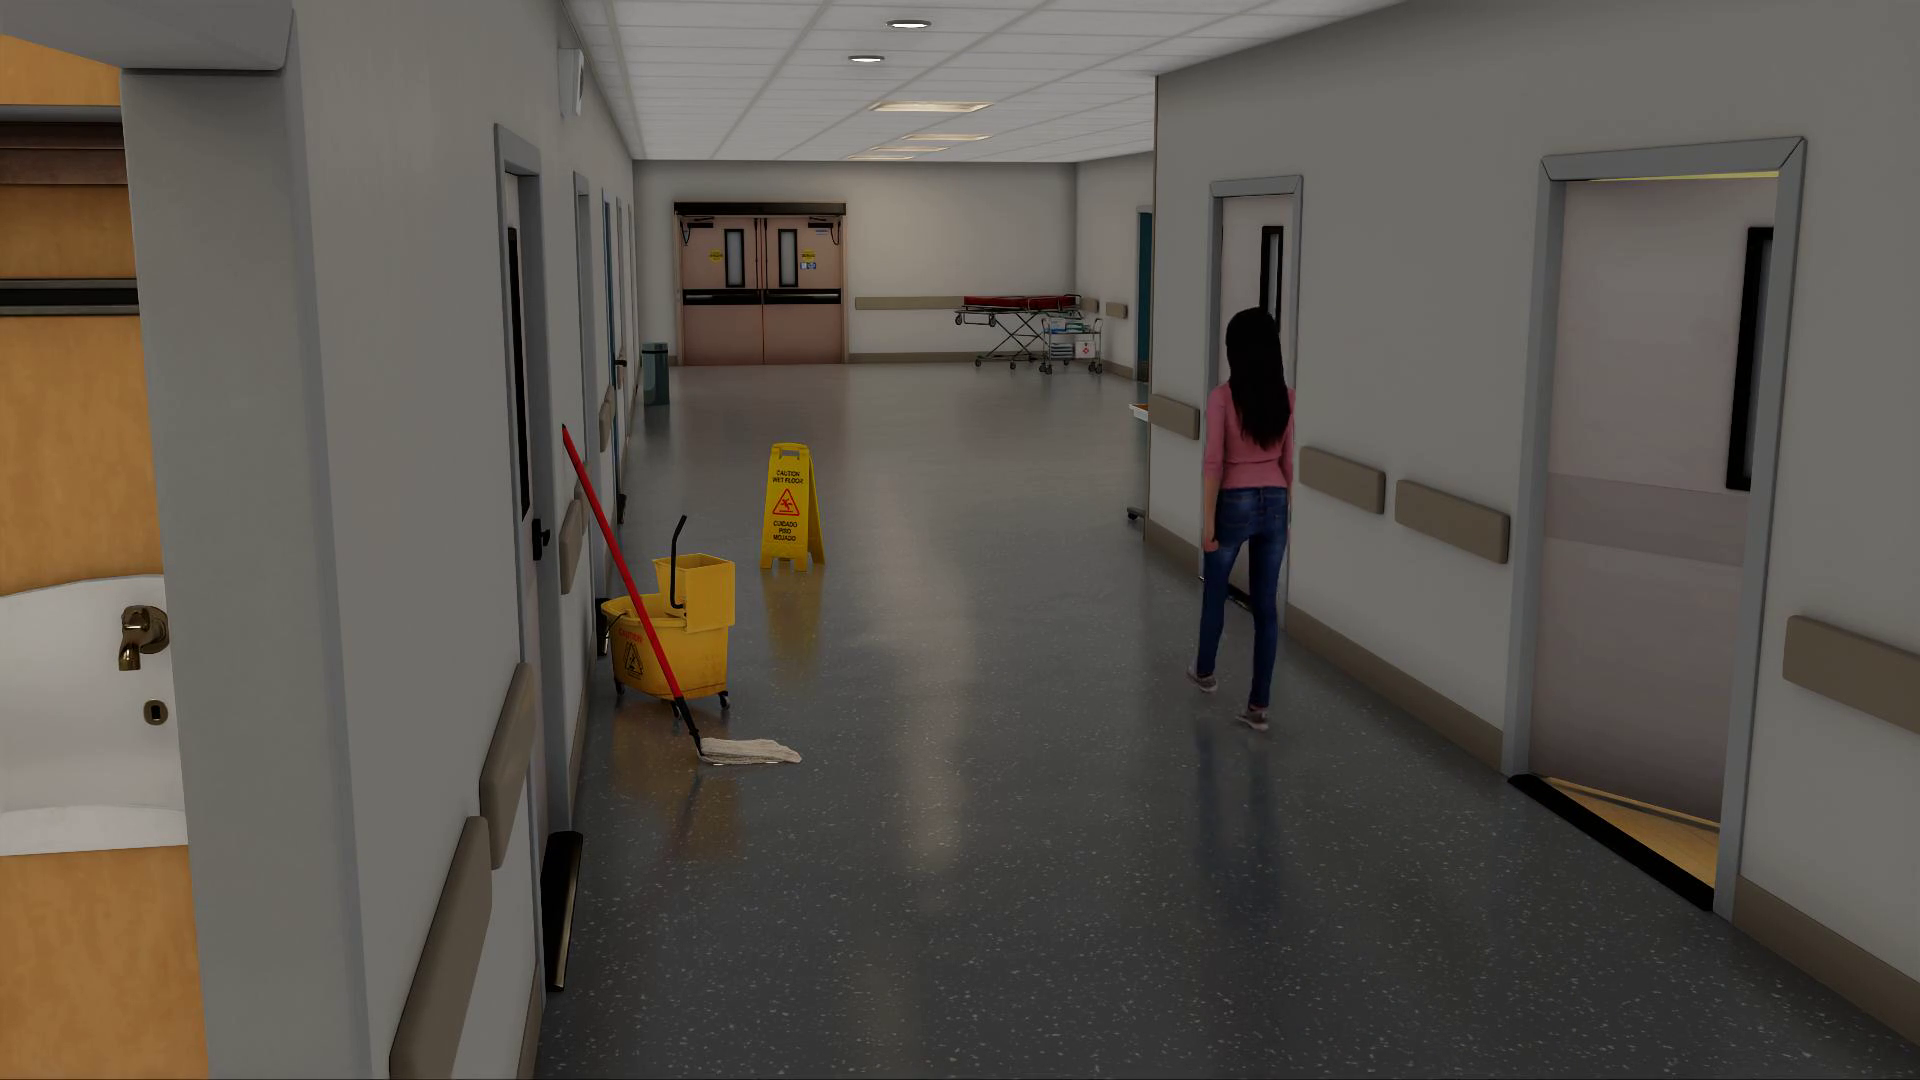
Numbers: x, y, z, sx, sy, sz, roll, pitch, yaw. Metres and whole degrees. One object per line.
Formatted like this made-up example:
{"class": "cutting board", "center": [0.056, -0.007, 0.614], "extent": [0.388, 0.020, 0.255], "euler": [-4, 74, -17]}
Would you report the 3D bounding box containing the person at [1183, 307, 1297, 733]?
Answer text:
{"class": "person", "center": [1.213, -0.067, 6.825], "extent": [0.617, 1.716, 0.977], "euler": [-2, 11, -11]}
